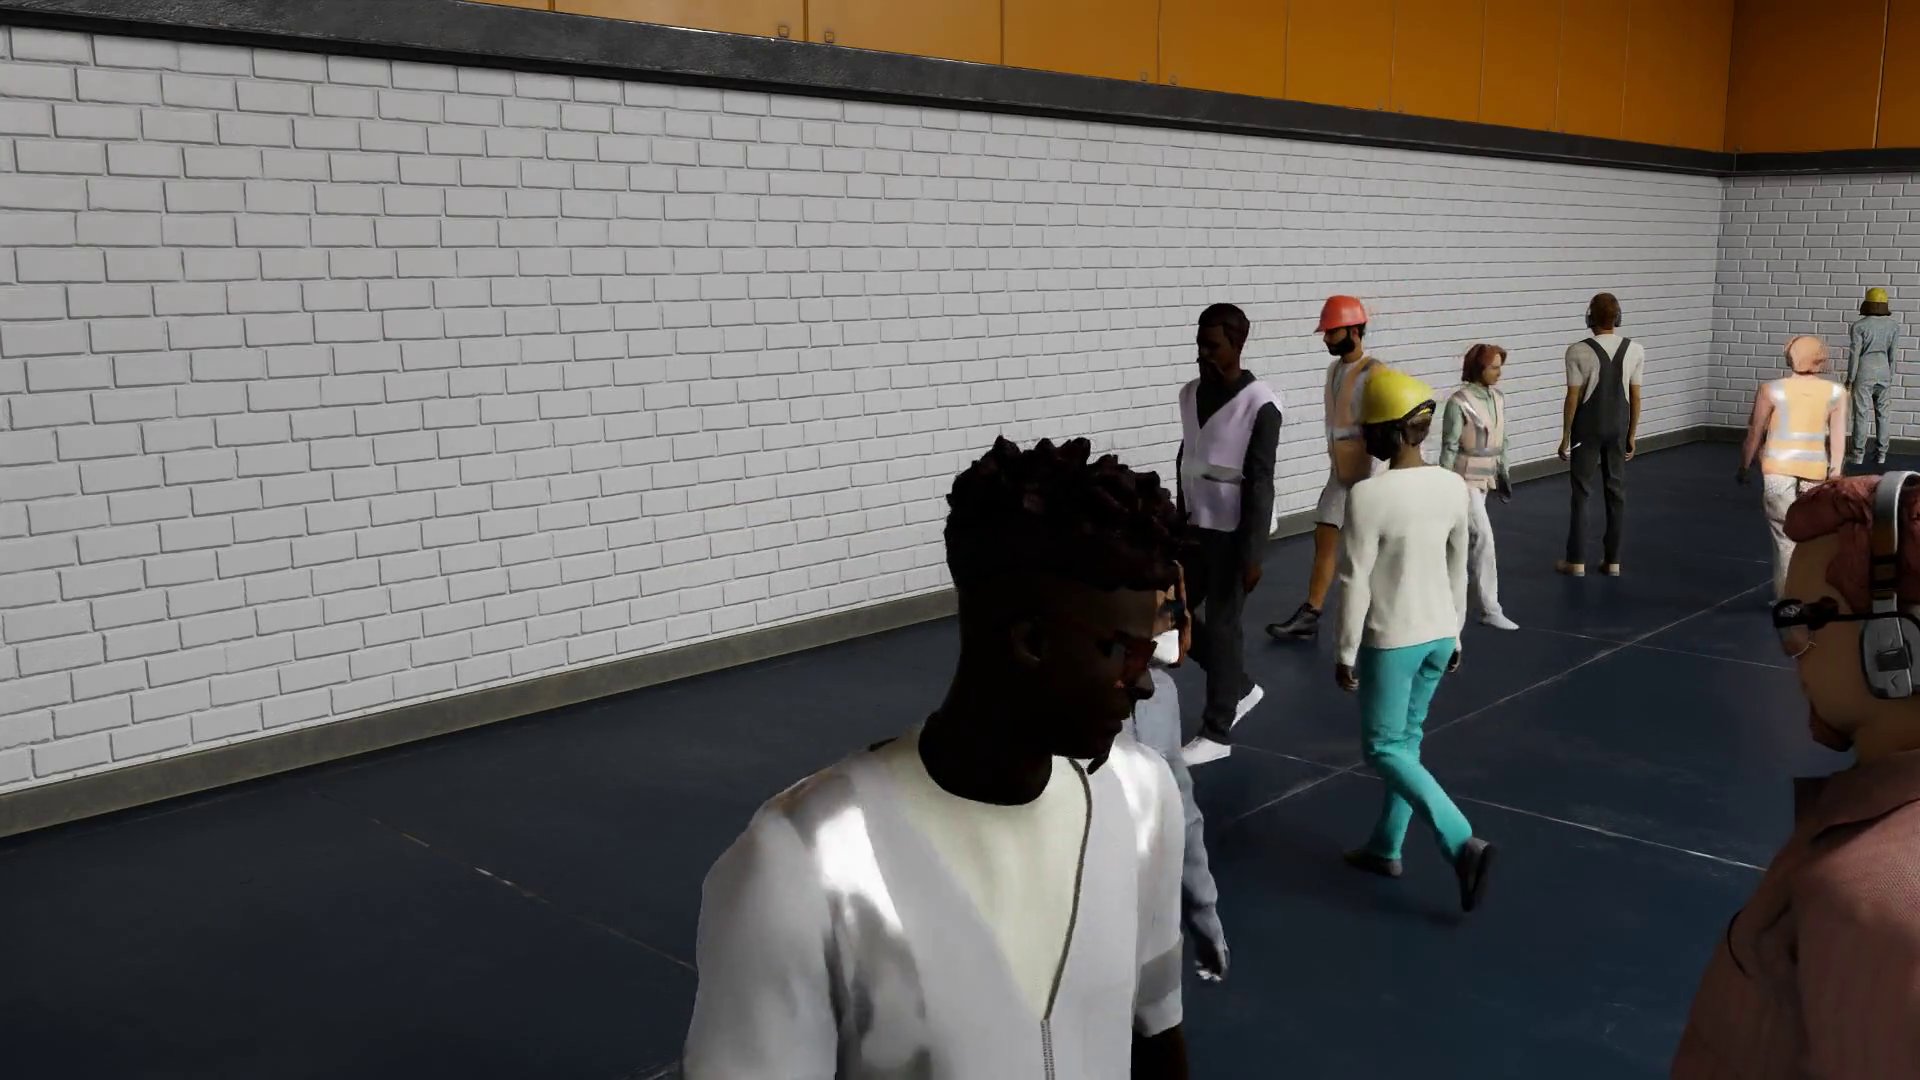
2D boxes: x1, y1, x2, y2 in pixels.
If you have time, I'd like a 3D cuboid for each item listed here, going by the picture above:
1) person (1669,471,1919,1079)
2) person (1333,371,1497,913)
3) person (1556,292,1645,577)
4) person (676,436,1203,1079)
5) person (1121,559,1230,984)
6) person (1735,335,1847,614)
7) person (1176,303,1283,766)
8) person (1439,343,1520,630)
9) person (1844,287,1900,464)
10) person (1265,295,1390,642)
[{"bbox_3d":[0.982,0.867,1.841,0.407,1.903,0.639,9,14,43],"label":"person"},{"bbox_3d":[1.484,0.334,5.361,0.544,1.740,0.704,-6,12,-31],"label":"person"},{"bbox_3d":[4.138,-0.676,10.788,0.508,1.845,0.345,0,10,-2],"label":"person"},{"bbox_3d":[-0.037,0.852,1.840,0.778,1.945,0.414,-7,12,-33],"label":"person"},{"bbox_3d":[0.338,0.793,3.107,0.781,1.598,0.530,6,12,32],"label":"person"},{"bbox_3d":[4.884,-0.397,9.831,0.529,1.616,0.623,1,10,4],"label":"person"},{"bbox_3d":[1.076,-0.020,6.859,0.446,1.906,0.627,-5,11,-28],"label":"person"},{"bbox_3d":[2.848,-0.329,9.493,0.803,1.604,0.522,9,14,43],"label":"person"},{"bbox_3d":[9.006,-1.623,16.467,0.487,1.744,0.312,0,10,-1],"label":"person"},{"bbox_3d":[2.177,-0.381,9.026,1.016,1.883,0.630,-4,11,-22],"label":"person"}]
